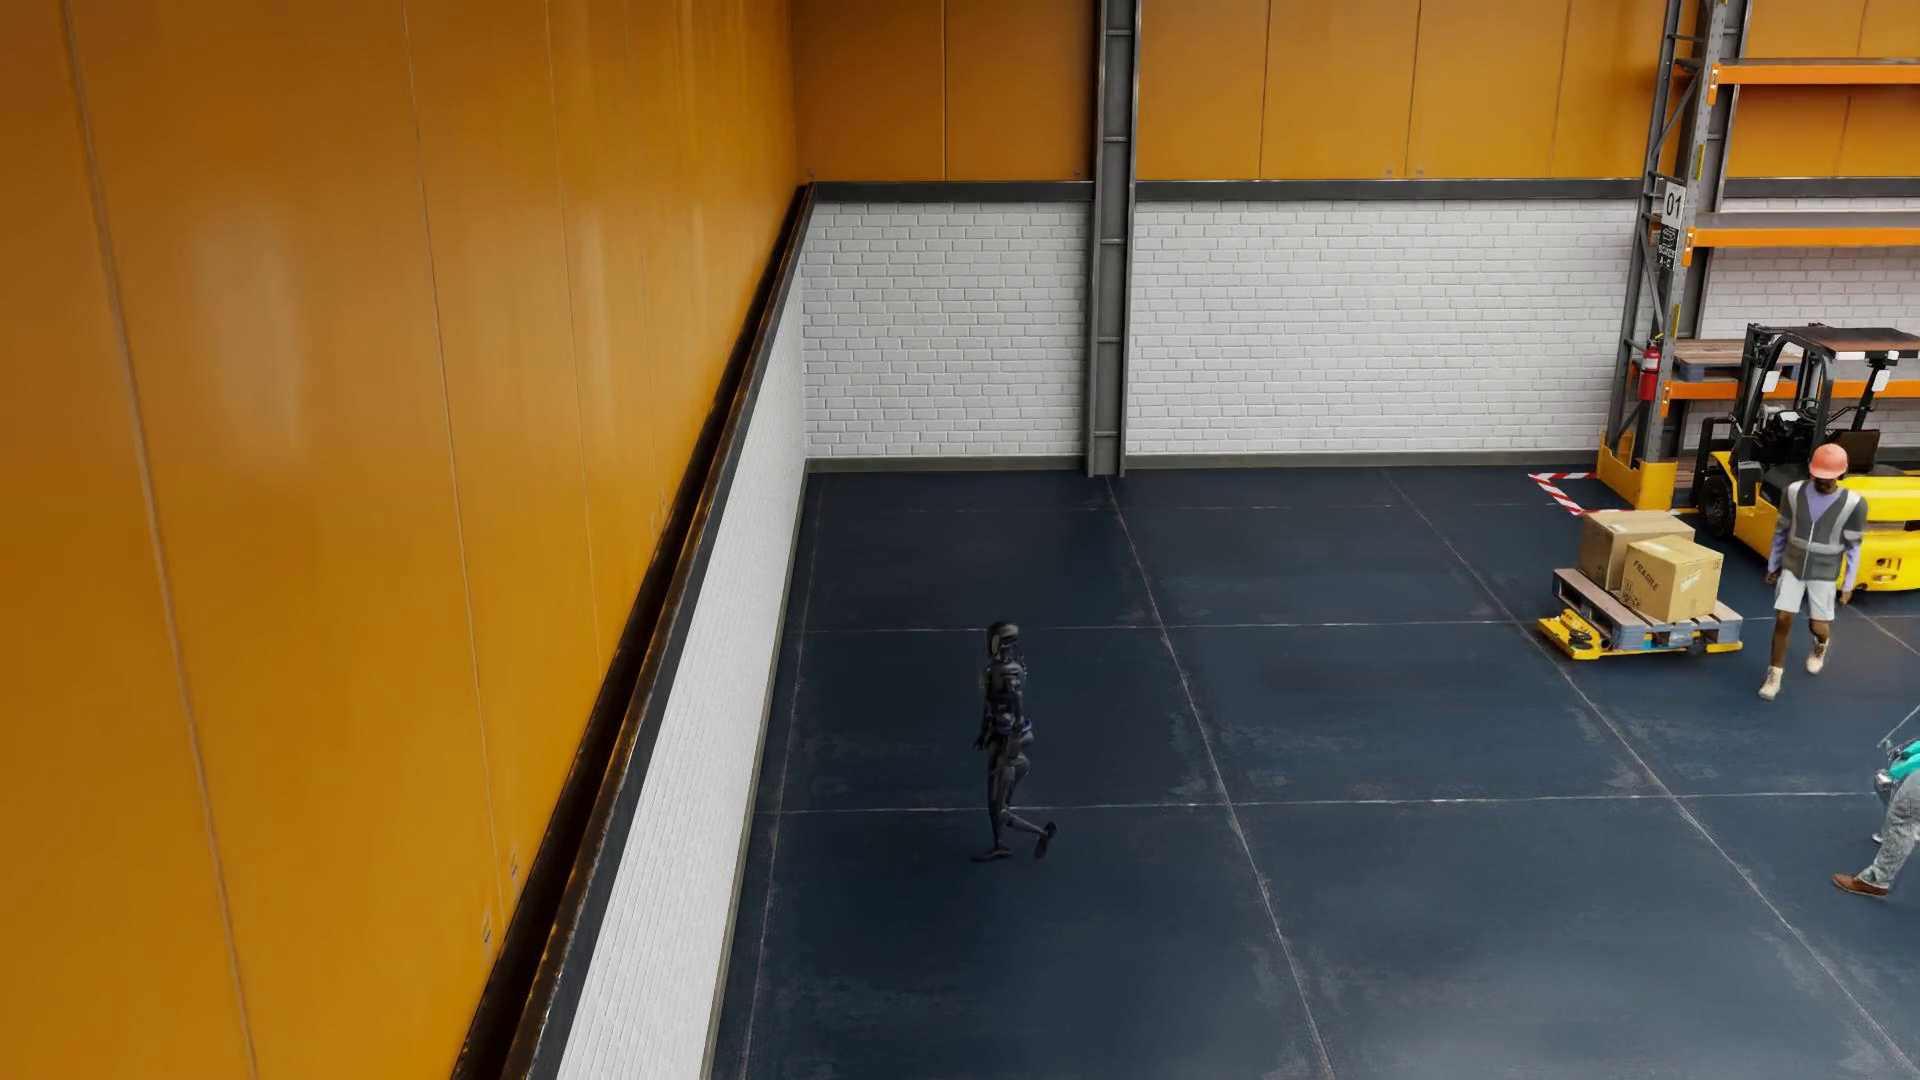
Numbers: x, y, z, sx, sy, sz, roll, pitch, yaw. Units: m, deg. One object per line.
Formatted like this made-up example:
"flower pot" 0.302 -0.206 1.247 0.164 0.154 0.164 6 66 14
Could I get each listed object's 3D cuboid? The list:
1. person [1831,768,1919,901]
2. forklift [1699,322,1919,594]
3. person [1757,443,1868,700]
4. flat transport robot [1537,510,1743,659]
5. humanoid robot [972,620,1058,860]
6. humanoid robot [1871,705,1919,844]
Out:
"person" 5.818 1.315 9.650 0.981 1.899 0.627 13 24 31
"forklift" 7.809 -0.792 14.926 1.214 2.155 2.313 -1 20 -2
"person" 6.411 0.206 12.488 0.641 2.015 0.760 18 27 39
"flat transport robot" 5.541 0.730 13.574 1.431 0.231 0.659 -3 20 -7
"humanoid robot" 0.339 1.227 10.185 0.506 1.642 0.600 -6 21 -17
"humanoid robot" 6.023 1.145 10.334 0.782 1.747 0.544 4 21 11
